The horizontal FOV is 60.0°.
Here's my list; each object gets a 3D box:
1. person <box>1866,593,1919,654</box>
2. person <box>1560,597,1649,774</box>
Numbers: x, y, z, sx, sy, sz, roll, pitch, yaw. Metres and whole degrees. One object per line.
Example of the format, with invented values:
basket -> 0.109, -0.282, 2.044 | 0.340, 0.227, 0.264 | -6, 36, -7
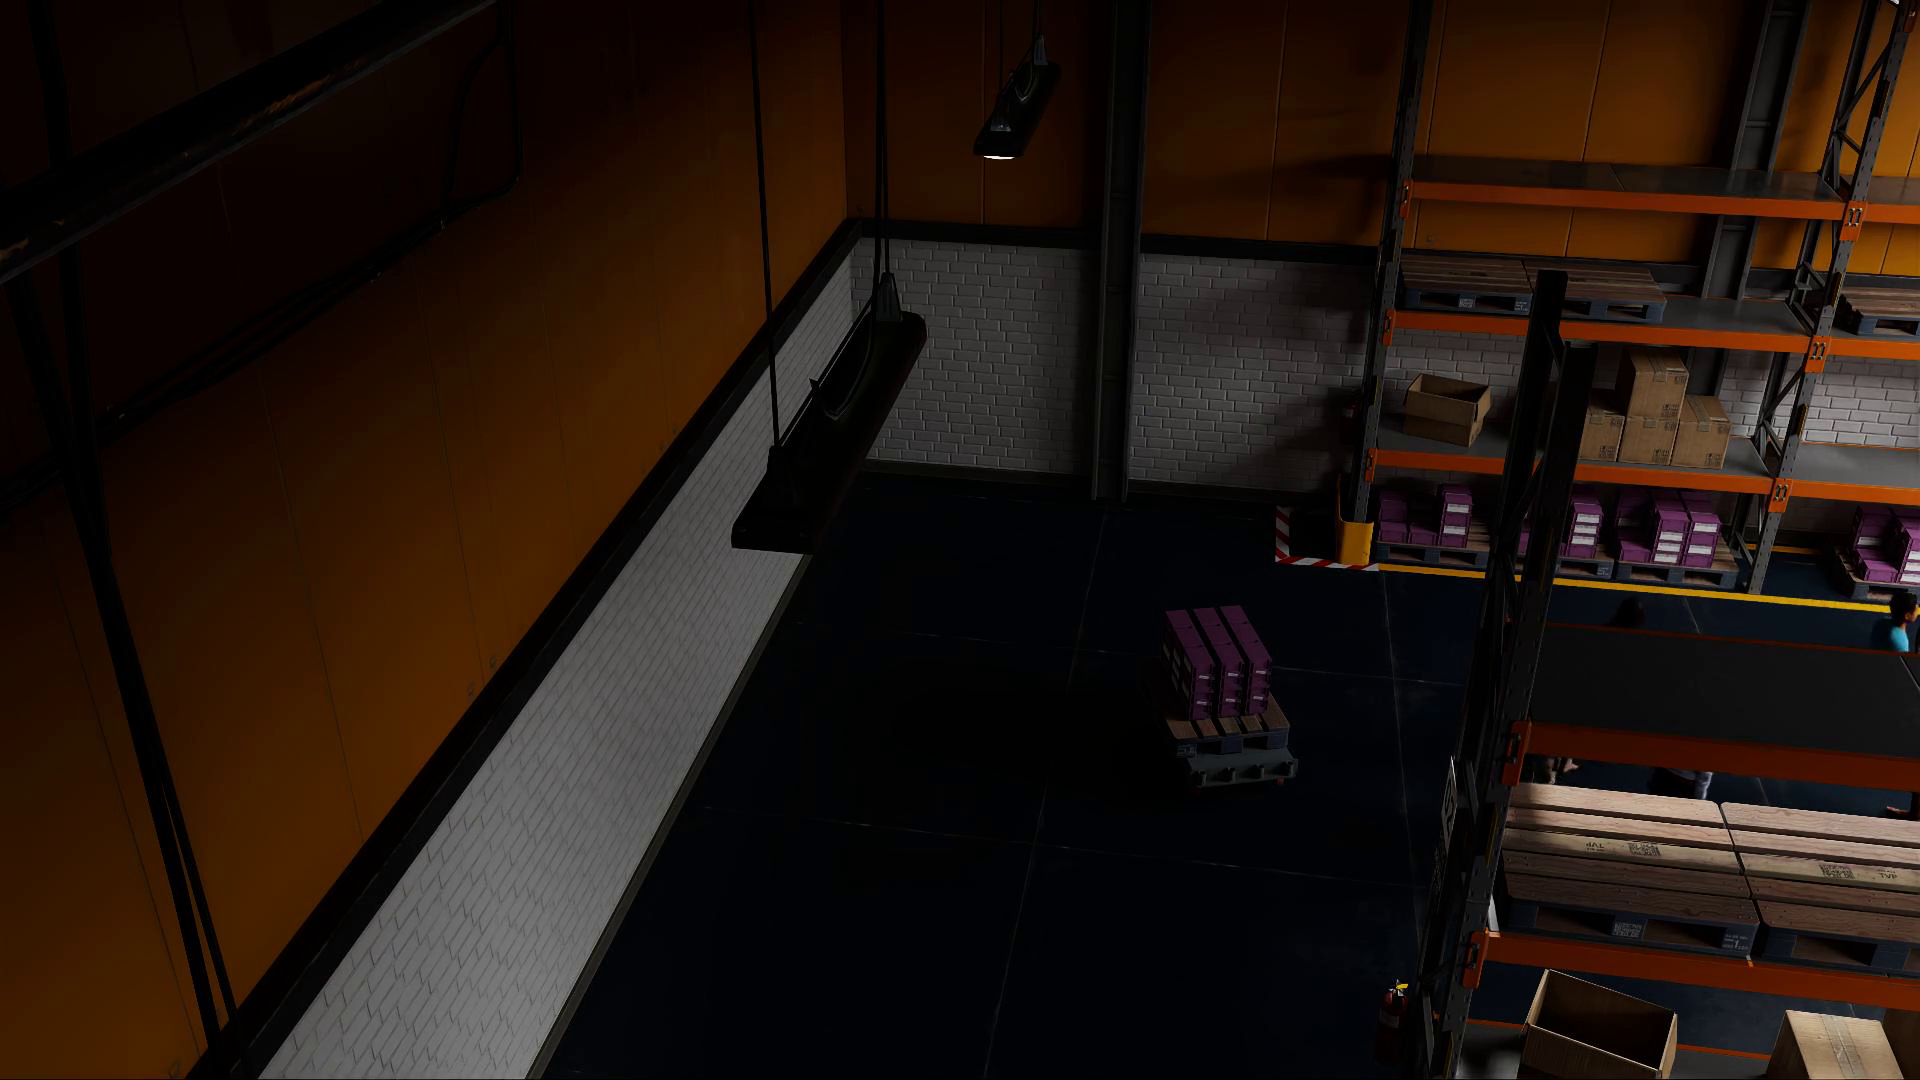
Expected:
person -> 7.572, 1.222, 13.938 | 0.955, 1.749, 0.638 | 5, 29, 9
person -> 5.415, 1.257, 13.973 | 1.143, 1.656, 1.125 | -21, 35, -33
